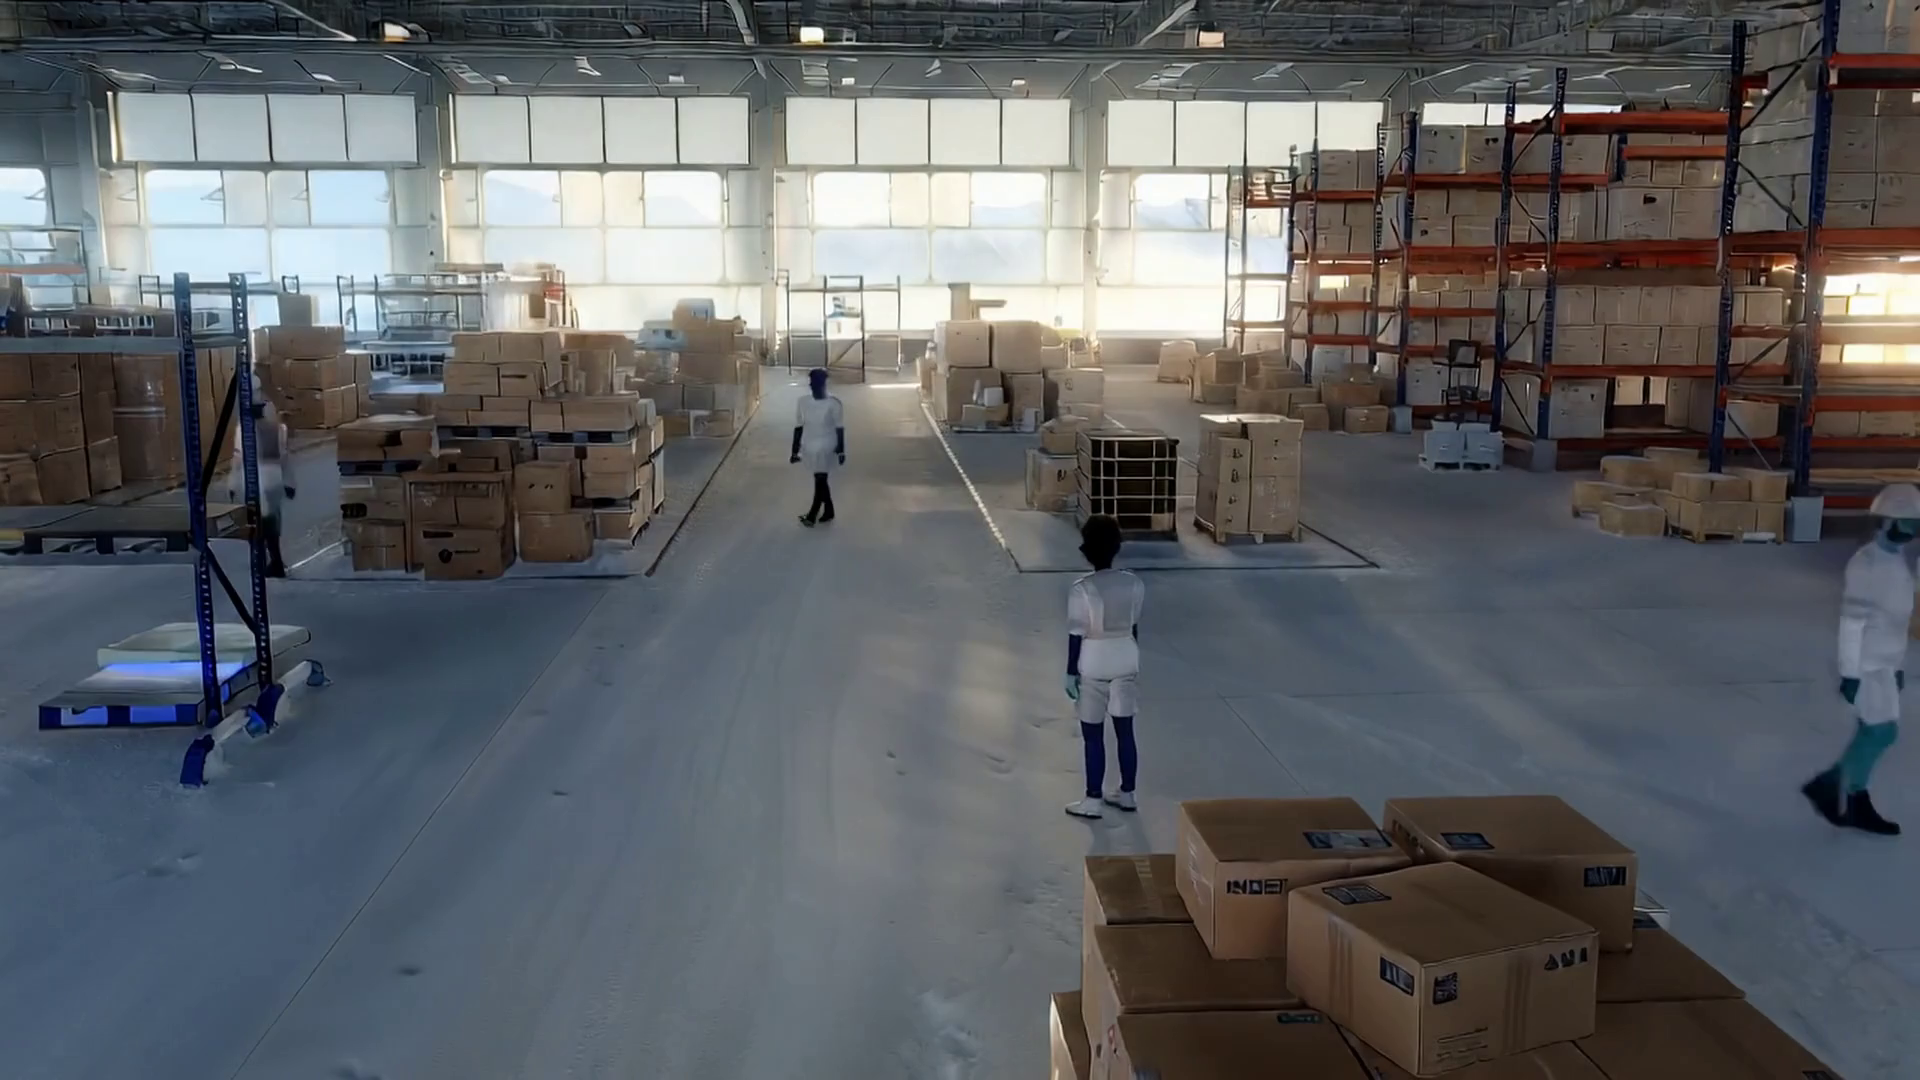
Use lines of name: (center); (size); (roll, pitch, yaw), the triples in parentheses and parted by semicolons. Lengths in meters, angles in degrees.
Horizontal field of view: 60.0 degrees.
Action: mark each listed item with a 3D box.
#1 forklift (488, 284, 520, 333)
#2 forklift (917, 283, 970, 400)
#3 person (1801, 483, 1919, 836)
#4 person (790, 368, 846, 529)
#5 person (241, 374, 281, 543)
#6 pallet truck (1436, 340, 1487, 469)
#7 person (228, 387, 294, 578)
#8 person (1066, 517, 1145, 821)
forklift: (-10.069, -4.272, 36.855); (1.873, 2.768, 1.129); (-7, 11, -37)
forklift: (-0.022, -4.757, 39.901); (1.873, 2.768, 1.129); (-2, 9, -13)
person: (4.932, 0.647, 8.949); (0.572, 1.925, 0.418); (-8, 12, -42)
person: (-1.722, -1.105, 19.994); (0.613, 1.909, 1.015); (5, 10, 27)
person: (-7.914, -0.916, 18.802); (0.392, 1.916, 0.587); (1, 9, 5)
pallet truck: (8.004, -2.170, 26.422); (0.823, 1.965, 1.885); (2, 9, 14)
person: (-7.086, -0.582, 16.705); (0.831, 1.905, 0.576); (5, 10, 30)
person: (0.799, 0.718, 9.250); (0.536, 1.694, 0.319); (-7, 11, -37)
